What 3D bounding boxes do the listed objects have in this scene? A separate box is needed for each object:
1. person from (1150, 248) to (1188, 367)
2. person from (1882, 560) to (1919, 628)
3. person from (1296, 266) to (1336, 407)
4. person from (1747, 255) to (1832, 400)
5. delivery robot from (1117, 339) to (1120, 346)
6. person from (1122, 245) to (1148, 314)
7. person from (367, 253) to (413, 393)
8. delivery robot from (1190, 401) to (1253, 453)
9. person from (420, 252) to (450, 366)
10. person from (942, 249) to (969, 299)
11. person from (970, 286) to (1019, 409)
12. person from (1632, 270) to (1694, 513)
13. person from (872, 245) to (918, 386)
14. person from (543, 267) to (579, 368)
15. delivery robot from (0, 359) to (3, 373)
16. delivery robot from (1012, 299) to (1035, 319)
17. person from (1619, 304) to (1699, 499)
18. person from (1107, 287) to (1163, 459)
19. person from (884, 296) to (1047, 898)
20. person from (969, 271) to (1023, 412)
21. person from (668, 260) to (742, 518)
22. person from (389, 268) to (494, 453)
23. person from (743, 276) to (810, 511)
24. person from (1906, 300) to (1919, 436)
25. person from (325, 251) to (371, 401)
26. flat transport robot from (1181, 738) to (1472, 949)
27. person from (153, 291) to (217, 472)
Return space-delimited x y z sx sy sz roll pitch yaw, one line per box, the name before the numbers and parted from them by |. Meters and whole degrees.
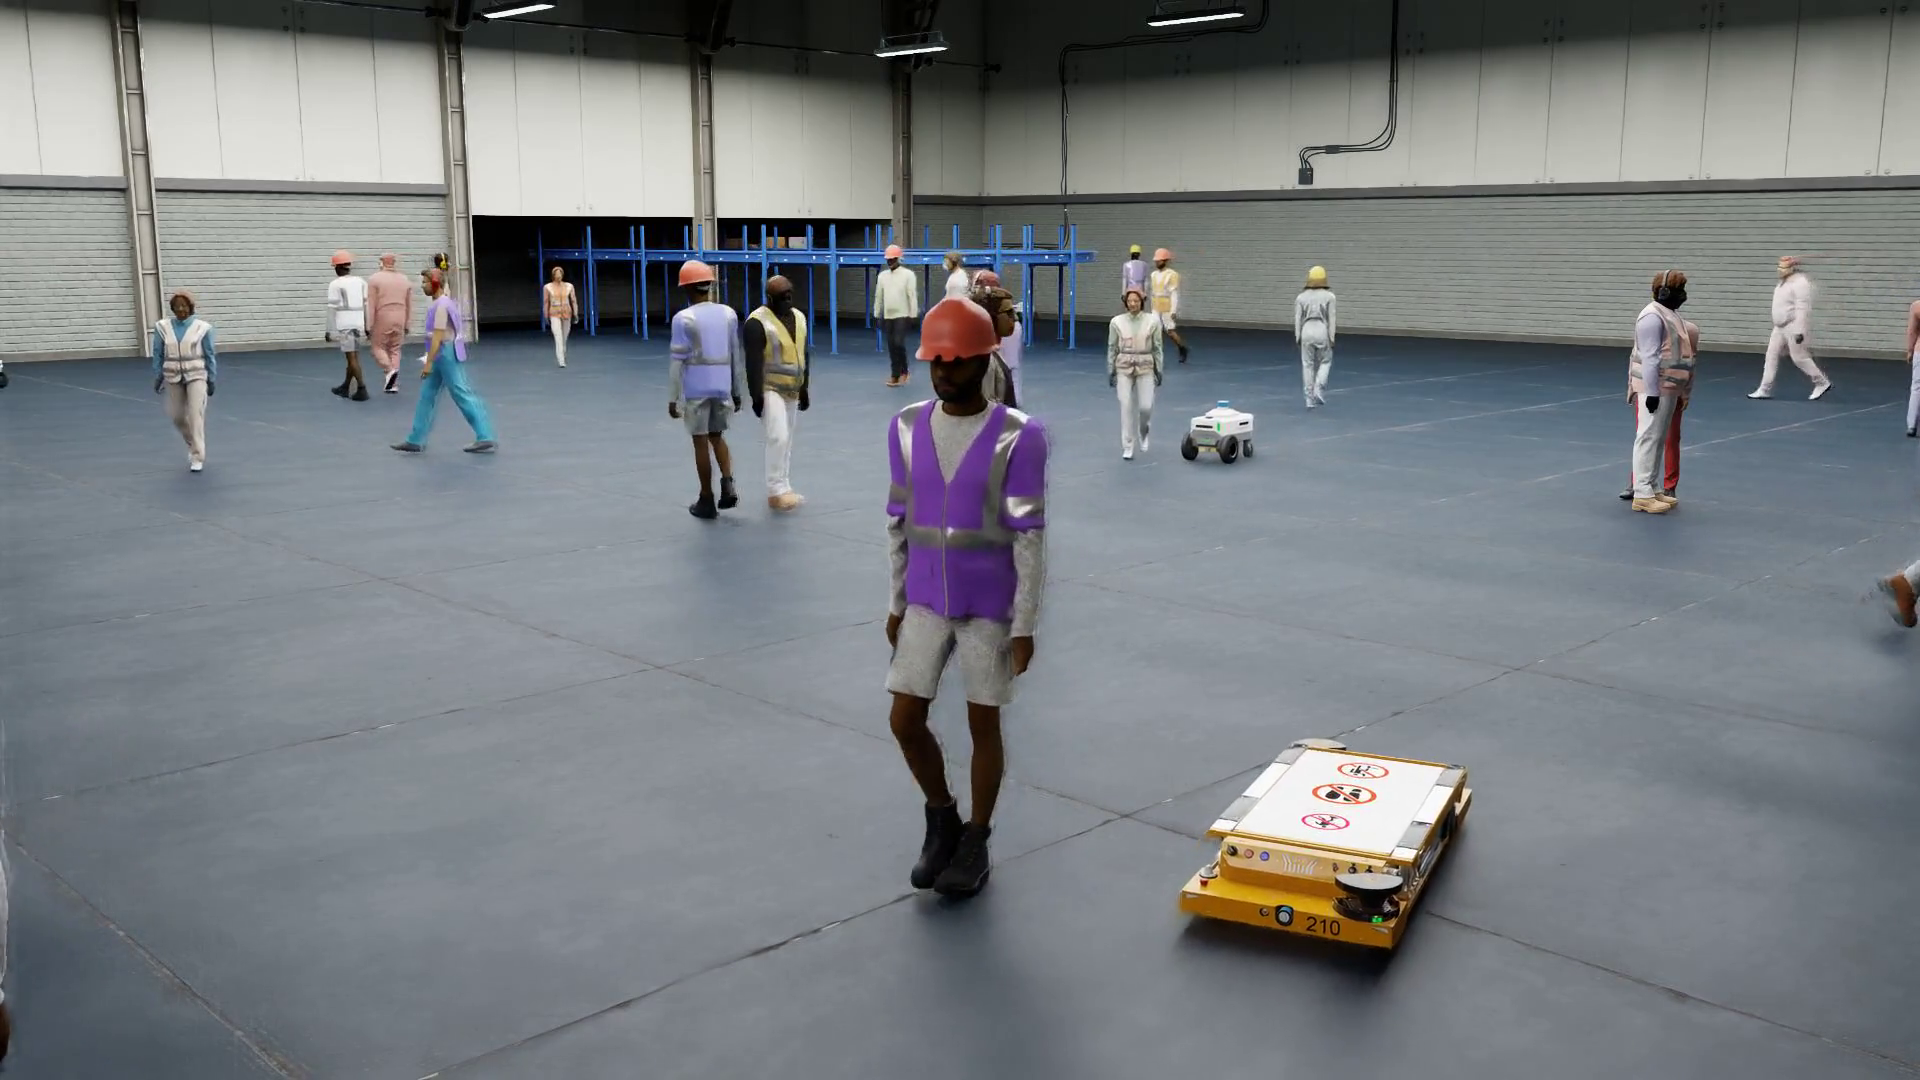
person | 3.346 -3.768 26.956 0.844 1.911 0.548 -9 14 -42
person | 5.188 -0.384 8.477 0.617 1.918 0.885 -6 12 -30
person | 4.388 -2.505 20.507 0.505 1.730 0.354 5 11 24
person | 10.792 -2.743 21.507 0.934 1.861 0.690 -1 10 -4
delivery robot | 3.011 -3.602 29.586 0.477 0.478 0.707 3 11 16
person | 3.627 -5.184 34.650 0.606 1.908 0.420 -4 11 -21
person | -7.656 -2.910 22.368 0.530 1.873 0.695 10 14 42
delivery robot | 2.498 -1.082 15.842 0.477 0.478 0.707 8 13 37
person | -7.729 -3.328 24.676 0.483 1.853 0.546 -8 13 -36
person | -0.052 -2.956 22.475 0.440 1.916 0.649 -1 10 -4
person | 0.168 -0.410 8.794 0.345 1.847 0.507 0 10 -1
person | 5.423 -1.152 12.852 0.429 1.844 0.622 7 13 34
person | -0.923 -3.144 23.345 0.643 1.972 0.480 7 12 32
person | -6.504 -3.637 27.077 0.524 1.604 0.838 -5 11 -25
delivery robot | -13.627 -2.383 22.935 0.707 0.478 0.477 0 10 -2
delivery robot | 1.560 -5.679 40.913 0.477 0.478 0.707 -4 11 -21
person | 5.582 -1.191 13.264 0.304 1.772 0.525 -10 14 -44
person | 1.653 -1.581 15.775 0.534 1.623 0.370 2 11 9
person | -0.010 0.203 5.236 0.576 1.921 0.452 4 11 23
person | 0.222 -0.917 11.555 0.528 1.875 0.762 5 12 27
person | -1.922 -1.127 12.478 0.588 1.924 0.393 -9 14 -40
person | -5.057 -1.743 16.200 0.974 1.797 0.568 -5 11 -24
person | -1.368 -1.126 12.830 0.599 1.804 0.638 6 12 31
person | 10.238 -1.959 17.483 0.522 1.761 0.321 9 14 41
person | -7.943 -2.763 21.469 0.817 1.899 0.567 6 12 29
flat transport robot | 1.290 0.978 5.642 0.652 0.197 1.431 5 11 25
person | -7.028 -1.461 15.146 0.523 1.615 0.631 -2 11 -9
